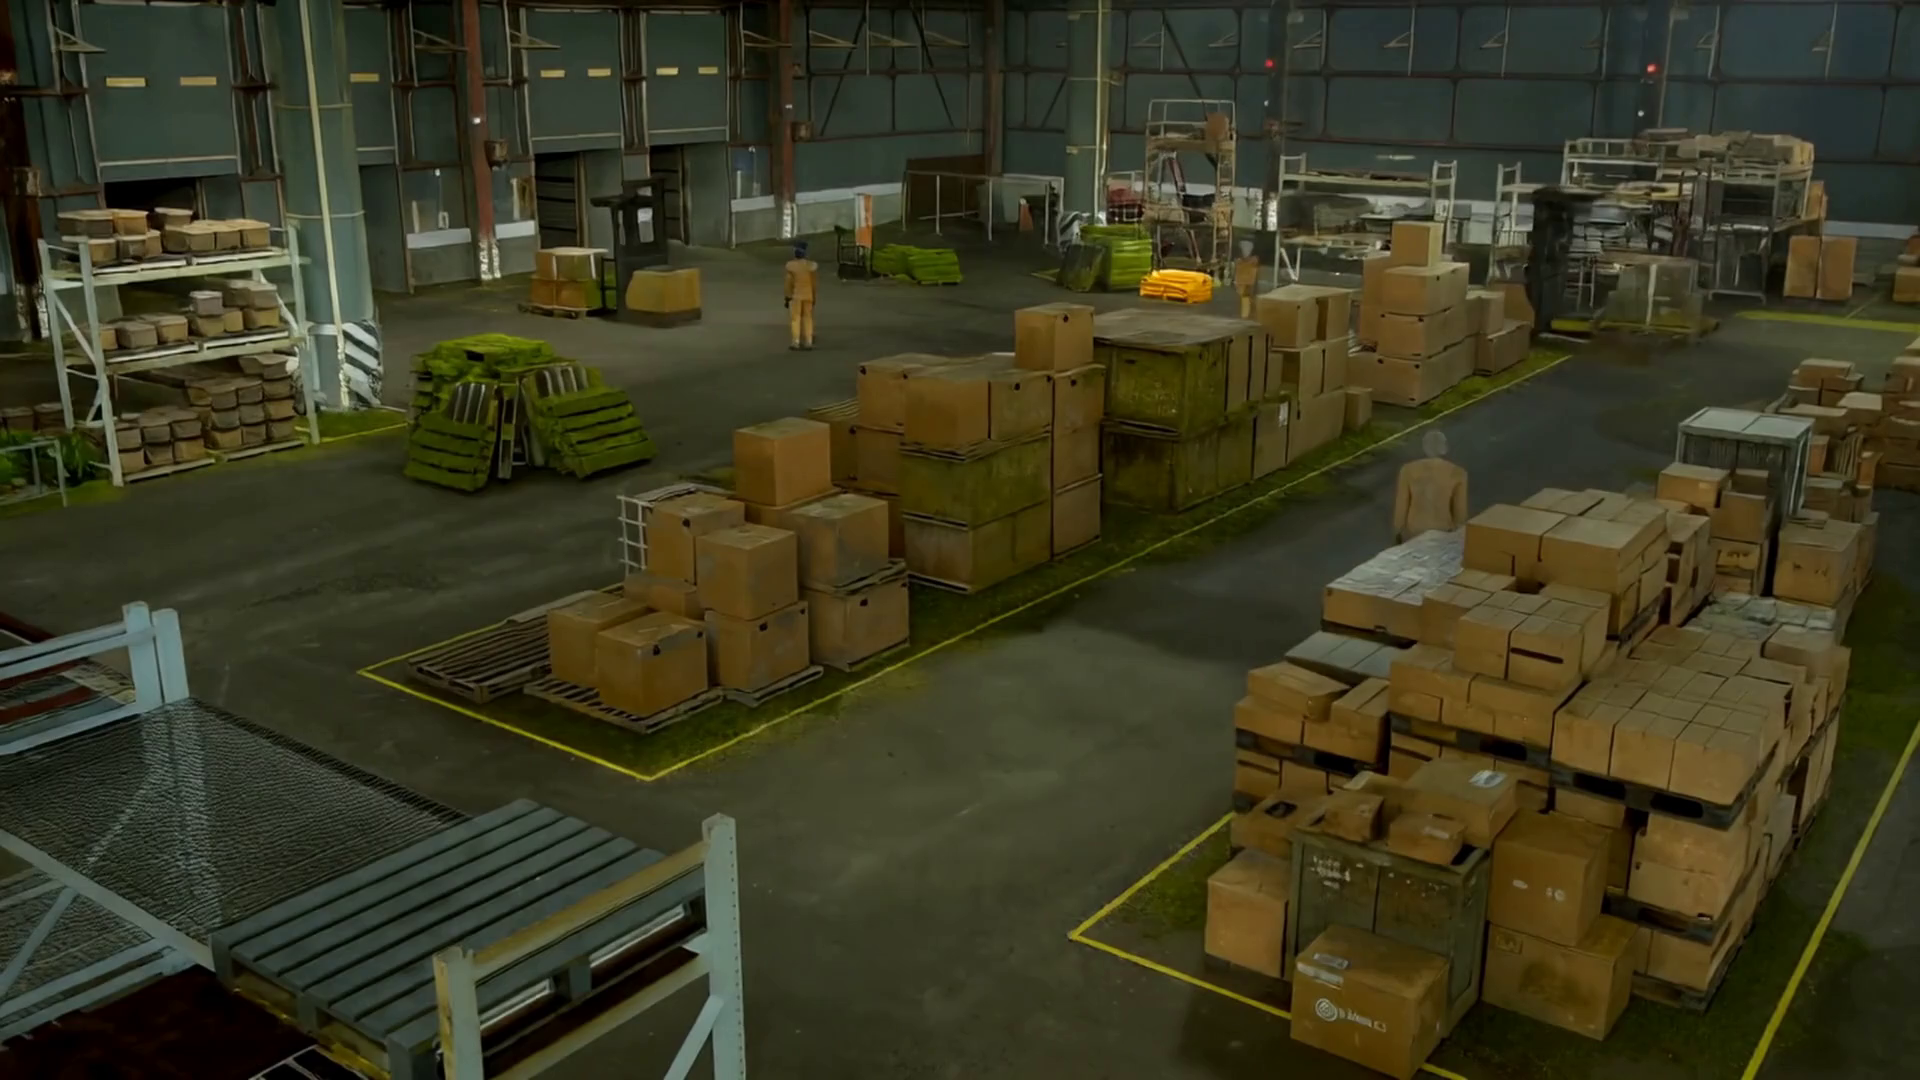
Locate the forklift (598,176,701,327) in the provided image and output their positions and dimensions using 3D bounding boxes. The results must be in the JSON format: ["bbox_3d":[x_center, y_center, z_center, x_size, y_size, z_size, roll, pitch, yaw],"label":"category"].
[{"bbox_3d":[-6.138,-5.705,32.666,1.873,2.768,1.129,12,21,35],"label":"forklift"}]

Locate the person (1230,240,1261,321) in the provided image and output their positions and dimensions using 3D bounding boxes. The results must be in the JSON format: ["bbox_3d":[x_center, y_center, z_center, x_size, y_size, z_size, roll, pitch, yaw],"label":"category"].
[{"bbox_3d":[5.508,-4.979,32.325,0.538,1.658,0.832,13,21,37],"label":"person"}]

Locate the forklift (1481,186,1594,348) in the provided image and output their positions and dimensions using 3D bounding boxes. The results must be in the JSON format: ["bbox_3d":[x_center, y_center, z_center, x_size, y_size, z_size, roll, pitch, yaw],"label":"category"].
[{"bbox_3d":[10.661,-5.056,30.516,1.873,2.768,1.129,11,20,32],"label":"forklift"}]

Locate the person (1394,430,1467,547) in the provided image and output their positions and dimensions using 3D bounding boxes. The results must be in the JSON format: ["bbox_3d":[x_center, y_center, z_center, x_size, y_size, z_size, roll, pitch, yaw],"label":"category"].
[{"bbox_3d":[4.426,-0.086,15.701,0.646,1.923,0.481,7,18,22],"label":"person"}]

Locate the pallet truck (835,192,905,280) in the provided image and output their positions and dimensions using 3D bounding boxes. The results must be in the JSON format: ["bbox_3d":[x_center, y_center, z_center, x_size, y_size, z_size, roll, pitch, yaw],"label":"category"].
[{"bbox_3d":[-1.936,-7.159,38.982,1.885,1.965,0.823,-12,21,-34],"label":"pallet truck"}]

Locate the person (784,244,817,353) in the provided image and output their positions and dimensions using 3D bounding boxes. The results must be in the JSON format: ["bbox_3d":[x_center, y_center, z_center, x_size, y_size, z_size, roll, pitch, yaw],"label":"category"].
[{"bbox_3d":[-2.841,-4.308,29.666,0.636,1.931,0.377,-9,19,-27],"label":"person"}]
